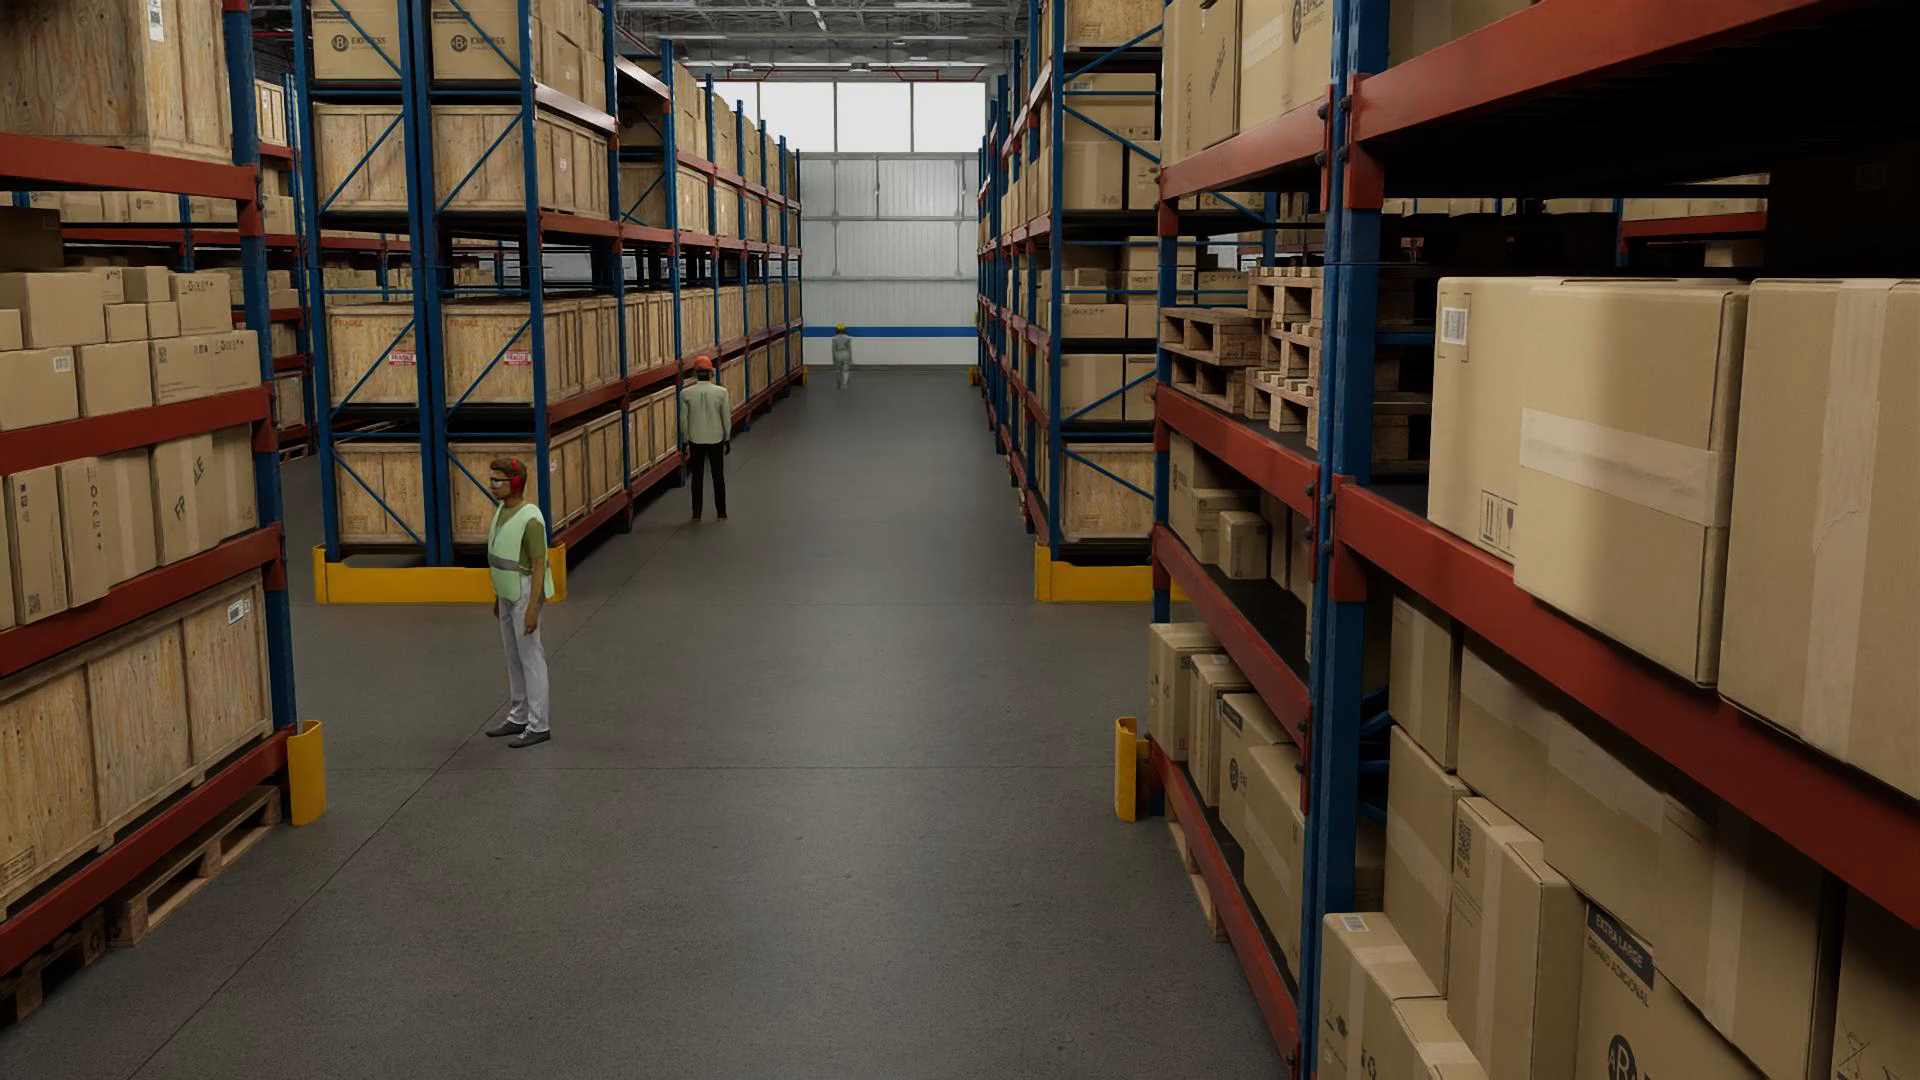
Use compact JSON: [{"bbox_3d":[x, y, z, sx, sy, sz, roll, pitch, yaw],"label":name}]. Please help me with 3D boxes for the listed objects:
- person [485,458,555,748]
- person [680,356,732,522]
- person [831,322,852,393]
[{"bbox_3d":[-2.808,0.390,10.626,0.389,1.847,0.563,-7,12,-38],"label":"person"},{"bbox_3d":[-3.047,-1.206,19.957,0.608,1.996,0.375,-1,9,-8],"label":"person"},{"bbox_3d":[-2.903,-4.474,40.771,0.503,1.731,0.380,-1,9,-6],"label":"person"}]
